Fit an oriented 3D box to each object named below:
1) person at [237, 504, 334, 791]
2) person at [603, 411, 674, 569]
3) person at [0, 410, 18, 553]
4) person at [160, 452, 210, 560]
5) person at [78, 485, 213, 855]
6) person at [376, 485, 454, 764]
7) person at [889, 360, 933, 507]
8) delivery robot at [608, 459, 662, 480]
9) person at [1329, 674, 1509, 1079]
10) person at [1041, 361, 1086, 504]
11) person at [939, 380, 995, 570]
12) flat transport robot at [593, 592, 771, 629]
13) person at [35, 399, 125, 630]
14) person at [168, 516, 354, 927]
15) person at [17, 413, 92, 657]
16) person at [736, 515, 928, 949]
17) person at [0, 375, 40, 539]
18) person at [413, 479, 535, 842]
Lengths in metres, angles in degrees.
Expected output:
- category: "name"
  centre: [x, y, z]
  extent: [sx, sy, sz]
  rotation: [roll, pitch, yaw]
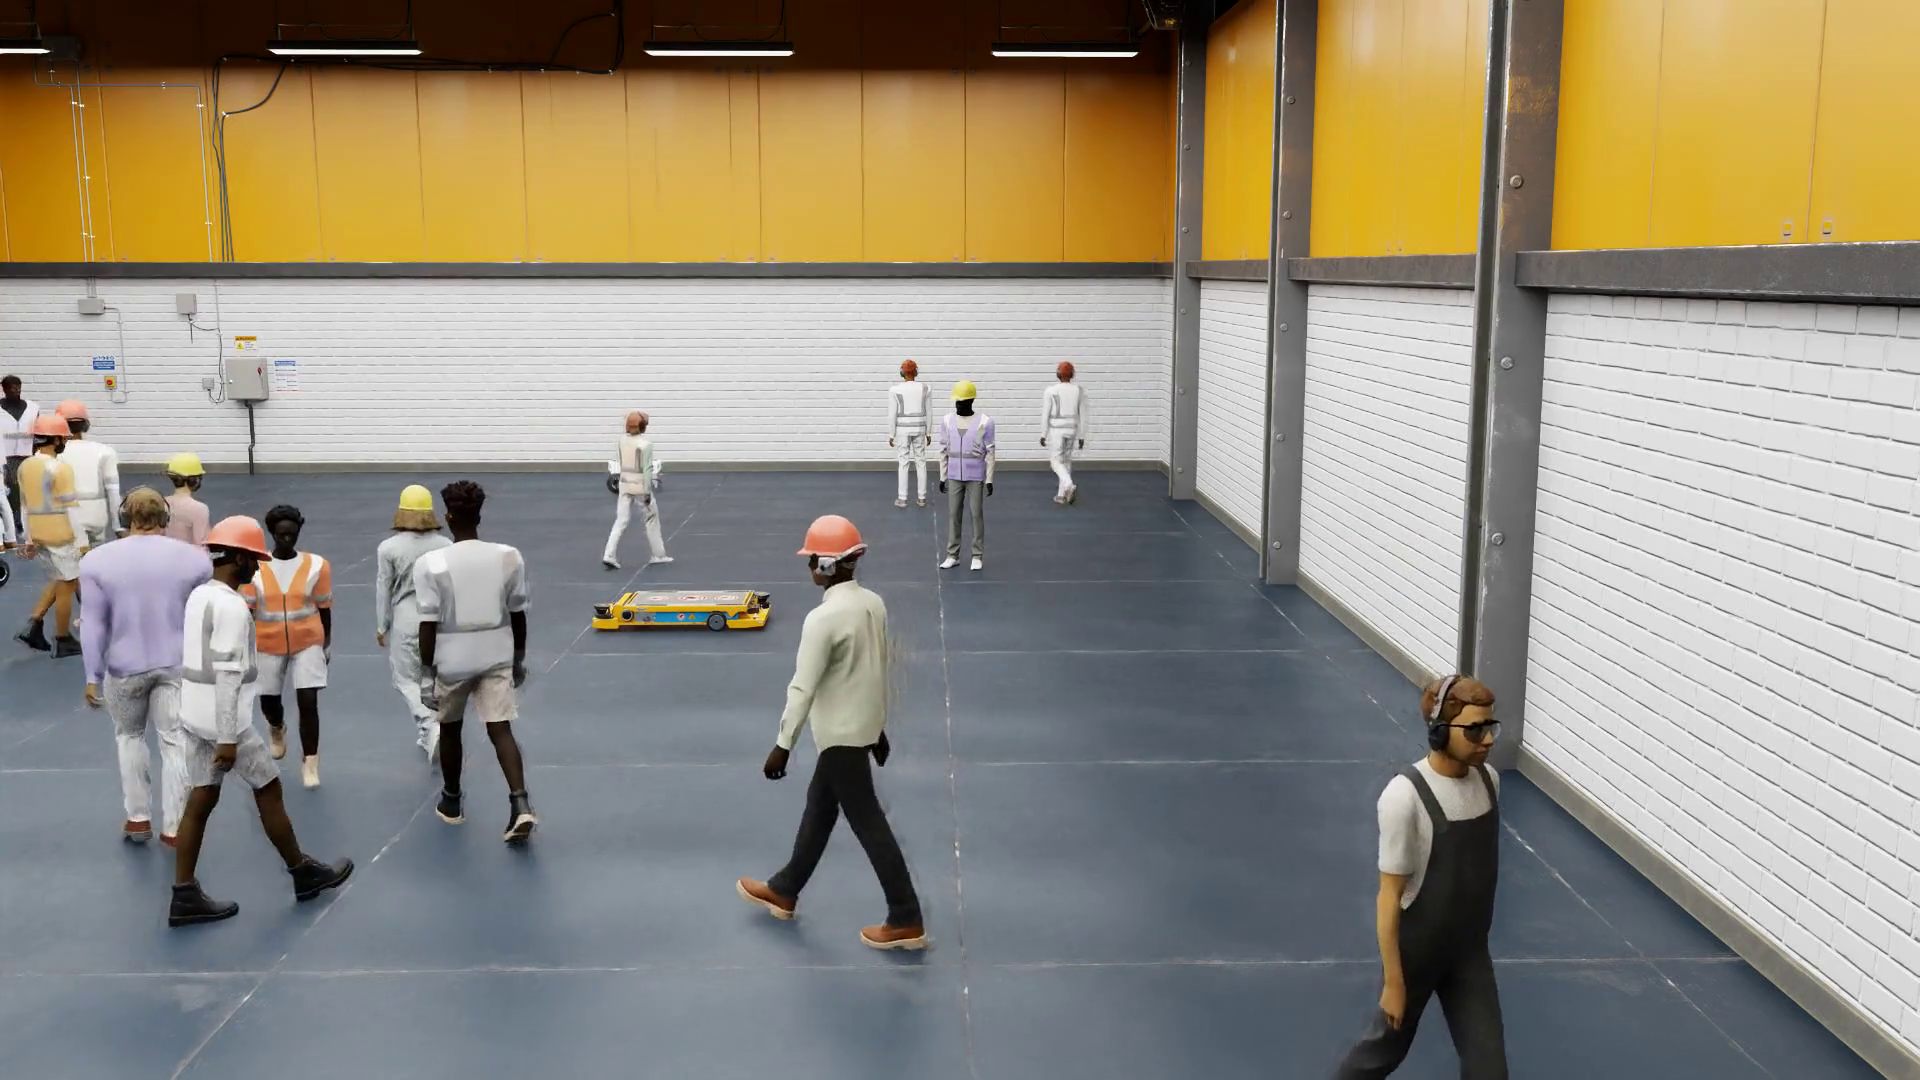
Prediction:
- category: "person"
  centre: [-3.973, 0.601, 9.835]
  extent: [0.538, 1.676, 0.649]
  rotation: [-4, 10, -22]
- category: "person"
  centre: [-3.324, -0.506, 16.895]
  extent: [0.525, 1.603, 0.840]
  rotation: [7, 11, 35]
- category: "person"
  centre: [-10.375, -0.781, 17.774]
  extent: [0.316, 1.860, 0.510]
  rotation: [0, 9, -2]
- category: "person"
  centre: [-5.590, 0.229, 11.986]
  extent: [0.532, 1.724, 0.884]
  rotation: [4, 10, 24]
- category: "person"
  centre: [-4.239, 0.670, 8.725]
  extent: [0.657, 1.909, 0.676]
  rotation: [-6, 11, -31]
- category: "person"
  centre: [-3.298, 0.521, 10.213]
  extent: [0.491, 1.720, 0.669]
  rotation: [-8, 12, -39]
- category: "person"
  centre: [-0.633, -1.361, 21.254]
  extent: [0.576, 1.883, 0.355]
  rotation: [-3, 10, -16]
- category: "delivery robot"
  centre: [-4.431, -0.981, 22.697]
  extent: [0.707, 0.478, 0.477]
  rotation: [-1, 9, -8]
- category: "person"
  centre: [1.479, 1.289, 5.265]
  extent: [0.517, 1.806, 0.969]
  rotation: [-5, 11, -30]
- category: "person"
  centre: [1.359, -1.356, 21.296]
  extent: [0.574, 1.864, 0.777]
  rotation: [-4, 10, -21]
- category: "person"
  centre: [0.062, -0.650, 16.775]
  extent: [0.587, 1.922, 0.383]
  rotation: [3, 10, 20]
- category: "flat transport robot"
  centre: [-2.364, 0.590, 14.218]
  extent: [1.431, 0.197, 0.652]
  rotation: [0, 9, -1]
- category: "person"
  centre: [-7.139, -0.148, 13.504]
  extent: [0.620, 1.997, 1.068]
  rotation: [-8, 12, -42]
- category: "person"
  centre: [-3.350, 0.832, 7.827]
  extent: [0.932, 1.872, 0.621]
  rotation: [-9, 13, -43]
- category: "person"
  centre: [-7.035, -0.029, 12.950]
  extent: [0.554, 1.920, 0.416]
  rotation: [6, 11, 31]
- category: "person"
  centre: [-0.576, 0.858, 7.472]
  extent: [1.022, 1.939, 0.624]
  rotation: [3, 10, 19]
- category: "person"
  centre: [-10.739, -0.948, 18.790]
  extent: [0.899, 1.871, 0.600]
  rotation: [7, 11, 35]
- category: "person"
  centre: [-2.571, 0.643, 8.864]
  extent: [0.618, 1.930, 0.954]
  rotation: [-6, 11, -33]
